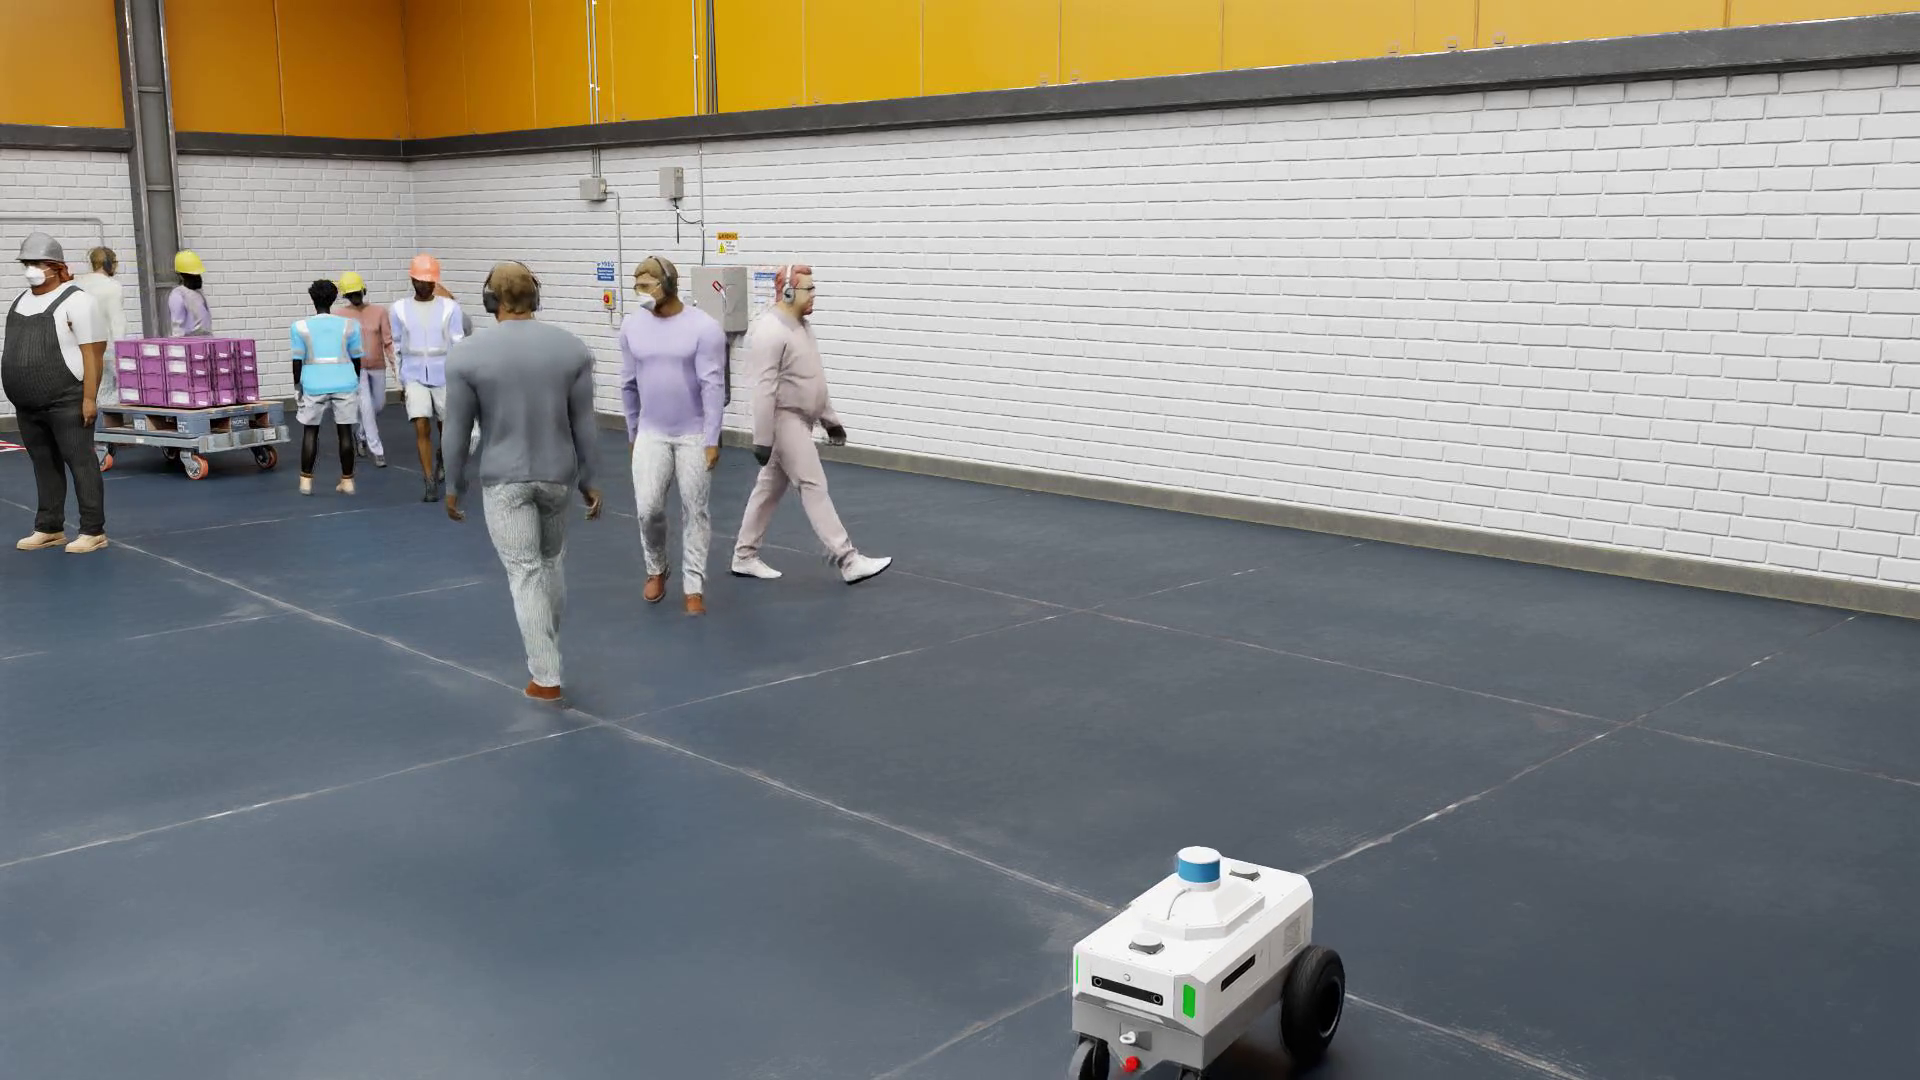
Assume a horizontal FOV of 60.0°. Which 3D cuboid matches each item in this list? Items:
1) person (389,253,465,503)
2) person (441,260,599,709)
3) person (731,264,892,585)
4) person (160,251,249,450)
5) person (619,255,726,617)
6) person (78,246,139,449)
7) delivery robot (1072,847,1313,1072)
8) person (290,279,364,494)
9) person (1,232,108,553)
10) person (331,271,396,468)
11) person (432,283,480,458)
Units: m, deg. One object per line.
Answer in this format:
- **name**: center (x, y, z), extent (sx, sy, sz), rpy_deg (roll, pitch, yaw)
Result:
- **person**: center (-4.105, -1.273, 12.907), extent (0.555, 1.901, 0.881), rpy_deg (-3, 11, -15)
- **person**: center (-1.949, -0.255, 7.291), extent (0.647, 1.905, 0.861), rpy_deg (-7, 12, -33)
- **person**: center (-0.906, -0.656, 9.641), extent (1.023, 1.850, 0.647), rpy_deg (2, 11, 8)
- **person**: center (-7.209, -1.753, 15.524), extent (0.863, 1.884, 0.653), rpy_deg (-2, 11, -10)
- **person**: center (-1.525, -0.538, 8.823), extent (0.605, 1.923, 0.490), rpy_deg (1, 10, 4)
- **person**: center (-8.012, -1.794, 15.644), extent (0.646, 1.922, 0.443), rpy_deg (7, 12, 32)
- **delivery robot**: center (0.568, 0.981, 3.992), extent (0.477, 0.478, 0.707), rpy_deg (7, 12, 34)
- **person**: center (-4.914, -1.181, 12.956), extent (0.544, 1.687, 0.418), rpy_deg (-4, 11, -22)
- **person**: center (-5.815, -0.930, 10.615), extent (0.688, 2.000, 0.538), rpy_deg (3, 11, 18)
- **person**: center (-5.292, -1.526, 14.744), extent (0.556, 1.712, 0.805), rpy_deg (-8, 13, -36)
- **person**: center (-4.573, -1.501, 14.932), extent (0.531, 1.606, 0.666), rpy_deg (-7, 13, -35)
